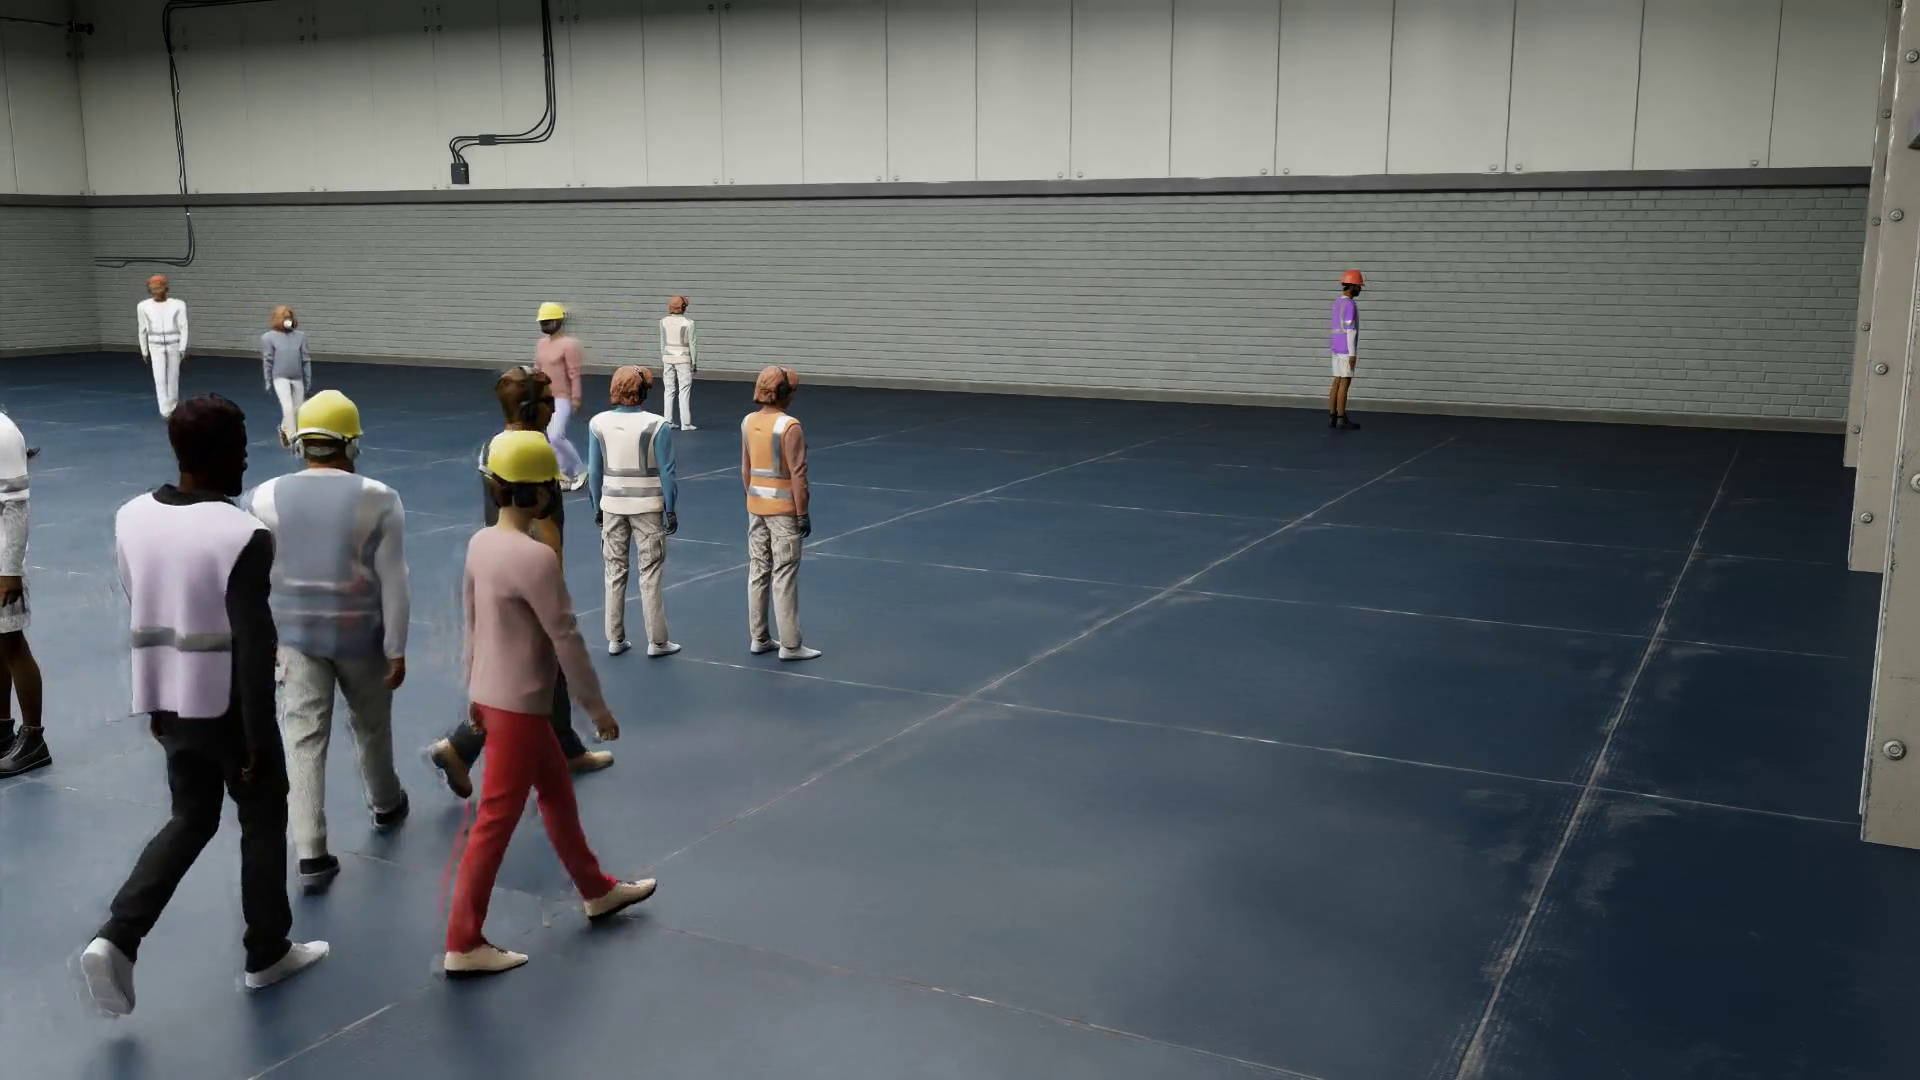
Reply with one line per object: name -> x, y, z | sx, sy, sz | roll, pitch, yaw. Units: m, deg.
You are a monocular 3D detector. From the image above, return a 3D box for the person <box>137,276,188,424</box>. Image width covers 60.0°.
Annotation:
person -> -9.930, -2.364, 20.768 | 0.564, 1.835, 0.959 | -5, 11, -25

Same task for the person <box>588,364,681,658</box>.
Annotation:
person -> -1.820, -0.155, 9.285 | 0.523, 1.638, 0.311 | 3, 11, 15

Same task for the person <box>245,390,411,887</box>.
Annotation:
person -> -2.346, 0.336, 6.215 | 0.607, 1.785, 0.930 | -1, 10, -5

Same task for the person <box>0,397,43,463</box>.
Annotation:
person -> -9.800, -1.607, 16.761 | 0.621, 1.792, 0.872 | 5, 12, 26

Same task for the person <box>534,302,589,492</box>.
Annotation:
person -> -3.683, -1.284, 15.136 | 0.530, 1.752, 0.356 | 10, 14, 42

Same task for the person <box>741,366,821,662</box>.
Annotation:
person -> -1.017, -0.146, 9.236 | 0.311, 1.640, 0.514 | -10, 14, -44

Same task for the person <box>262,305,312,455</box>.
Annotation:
person -> -7.323, -1.747, 18.063 | 0.714, 1.609, 0.504 | 10, 14, 43

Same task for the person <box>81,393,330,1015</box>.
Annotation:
person -> -2.295, 0.506, 4.996 | 0.597, 1.891, 0.702 | 4, 11, 22

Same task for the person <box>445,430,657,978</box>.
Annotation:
person -> -1.340, 0.514, 5.402 | 0.876, 1.731, 0.542 | -7, 13, -34

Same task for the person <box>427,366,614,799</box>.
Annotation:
person -> -1.872, 0.183, 6.975 | 0.820, 1.820, 0.518 | -9, 14, -40

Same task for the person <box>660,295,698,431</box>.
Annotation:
person -> -3.395, -2.129, 20.081 | 0.508, 1.629, 0.317 | 4, 11, 23

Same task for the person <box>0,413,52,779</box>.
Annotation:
person -> -4.261, 0.068, 7.243 | 0.552, 1.942, 0.342 | 7, 12, 33

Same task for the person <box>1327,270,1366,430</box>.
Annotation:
person -> 4.718, -2.312, 20.242 | 0.376, 1.932, 0.551 | -1, 10, -7
